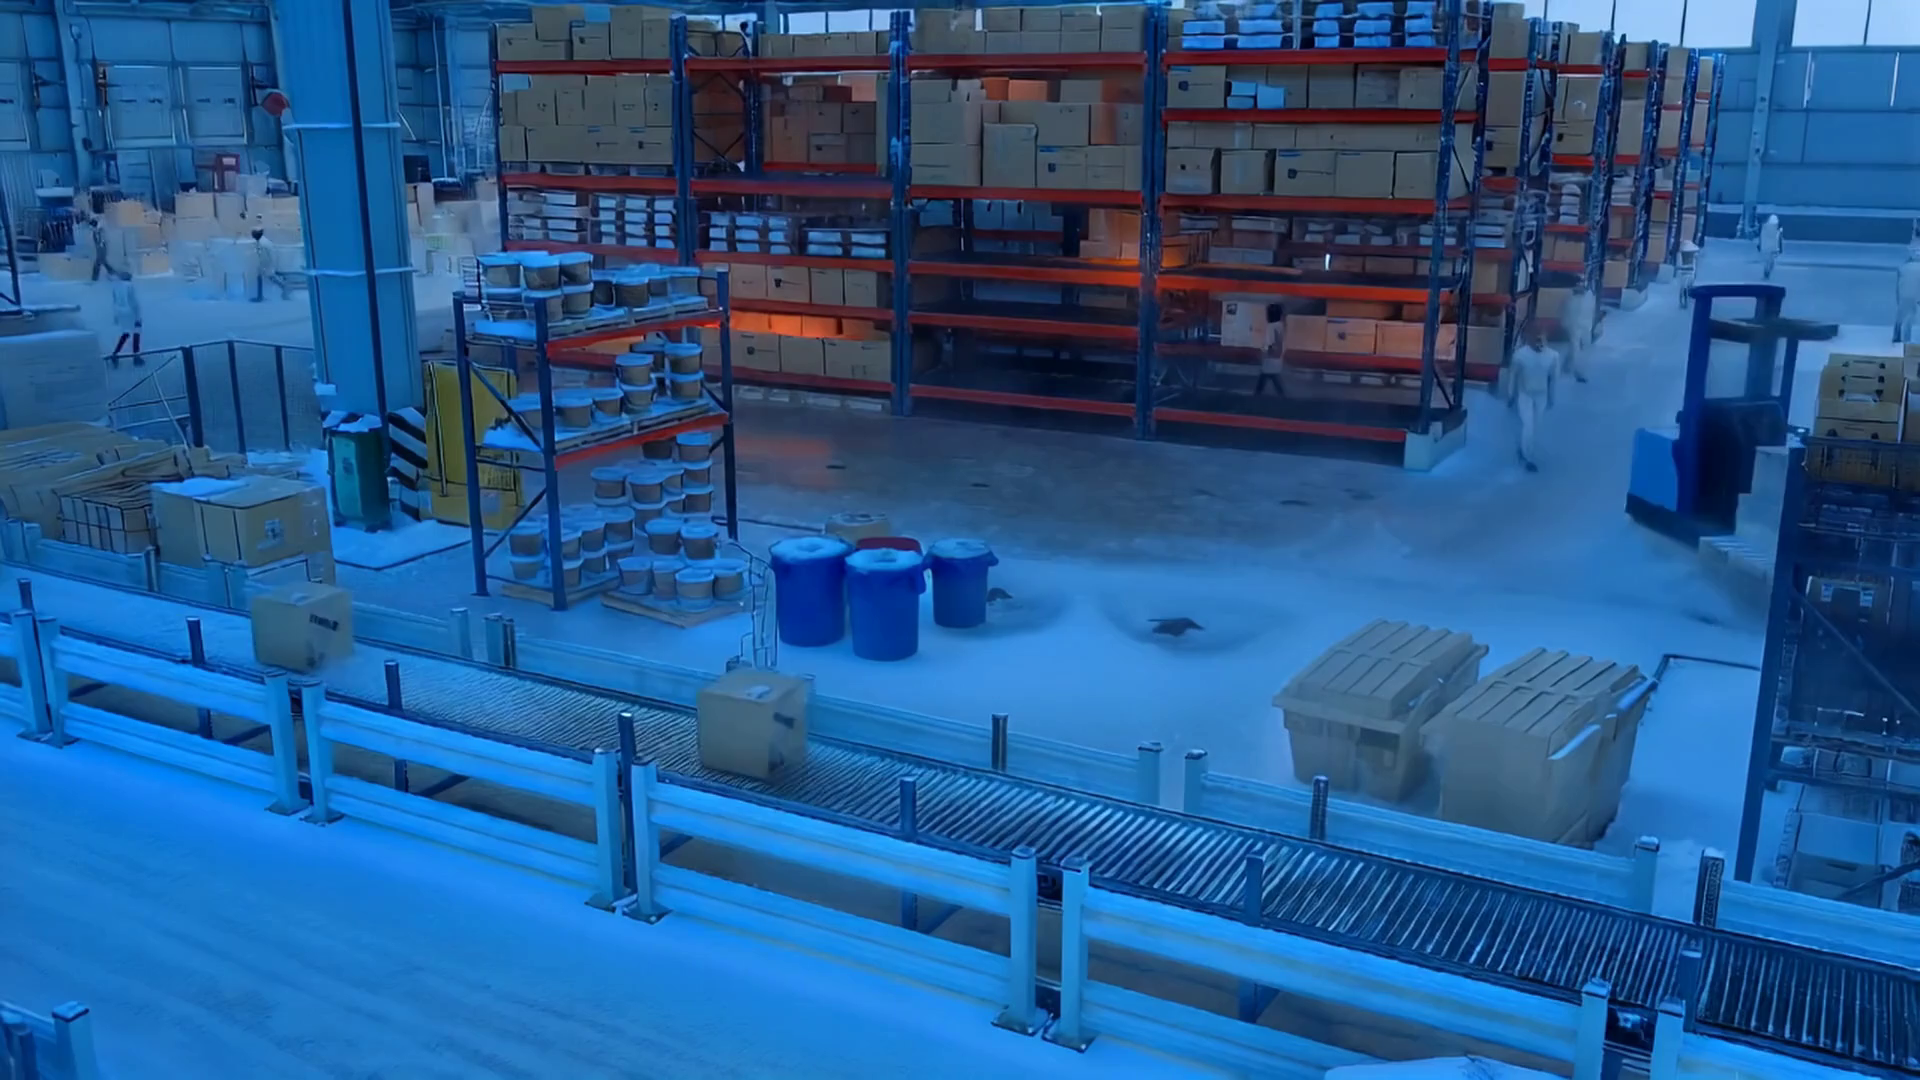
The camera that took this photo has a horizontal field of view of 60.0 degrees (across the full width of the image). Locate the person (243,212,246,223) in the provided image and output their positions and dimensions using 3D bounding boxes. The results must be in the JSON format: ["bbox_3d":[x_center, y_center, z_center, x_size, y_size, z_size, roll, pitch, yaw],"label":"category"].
[{"bbox_3d":[-18.836,-7.808,44.344,0.615,1.901,0.446,14,20,43],"label":"person"}]

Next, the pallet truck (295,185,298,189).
[{"bbox_3d":[-26.804,-14.617,69.738,1.885,1.965,0.823,-14,20,-42],"label":"pallet truck"}]

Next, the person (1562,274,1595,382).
[{"bbox_3d":[10.762,-3.719,29.028,0.671,1.868,0.750,-6,16,-22],"label":"person"}]

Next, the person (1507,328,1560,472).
[{"bbox_3d":[7.626,-1.895,22.159,0.625,1.891,1.044,0,15,-2],"label":"person"}]

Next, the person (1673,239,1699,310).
[{"bbox_3d":[16.911,-6.190,38.774,0.546,1.609,0.700,5,16,19],"label":"person"}]

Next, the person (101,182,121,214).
[{"bbox_3d":[-30.306,-11.850,59.485,0.631,1.921,0.615,-7,16,-25],"label":"person"}]

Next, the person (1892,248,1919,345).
[{"bbox_3d":[18.996,-4.858,33.218,0.409,1.913,0.650,-3,15,-10],"label":"person"}]

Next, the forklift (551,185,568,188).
[{"bbox_3d":[-15.292,-13.524,63.939,1.873,2.768,1.129,8,17,28],"label":"forklift"}]

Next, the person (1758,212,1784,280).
[{"bbox_3d":[21.845,-7.911,44.854,0.628,1.827,0.441,10,18,34],"label":"person"}]

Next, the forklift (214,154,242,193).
[{"bbox_3d":[-26.728,-12.764,61.082,1.873,2.768,1.129,8,17,28],"label":"forklift"}]

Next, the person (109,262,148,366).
[{"bbox_3d":[-15.246,-4.094,30.339,0.559,1.917,0.673,3,15,11],"label":"person"}]

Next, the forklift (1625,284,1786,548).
[{"bbox_3d":[8.474,-1.429,18.474,1.129,2.768,1.873,-2,15,-8],"label":"forklift"}]

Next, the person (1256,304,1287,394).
[{"bbox_3d":[4.911,-2.923,26.422,0.890,1.643,0.550,11,18,35],"label":"person"}]

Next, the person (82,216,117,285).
[{"bbox_3d":[-22.765,-7.624,43.839,0.967,1.793,0.537,-14,21,-43],"label":"person"}]

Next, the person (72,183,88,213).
[{"bbox_3d":[-31.179,-11.746,59.143,0.909,1.900,0.643,1,15,3],"label":"person"}]

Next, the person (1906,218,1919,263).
[{"bbox_3d":[26.748,-8.289,46.193,0.623,1.868,0.956,-9,17,-31],"label":"person"}]

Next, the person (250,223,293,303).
[{"bbox_3d":[-16.699,-6.686,40.124,0.922,1.907,0.543,-9,17,-30],"label":"person"}]
